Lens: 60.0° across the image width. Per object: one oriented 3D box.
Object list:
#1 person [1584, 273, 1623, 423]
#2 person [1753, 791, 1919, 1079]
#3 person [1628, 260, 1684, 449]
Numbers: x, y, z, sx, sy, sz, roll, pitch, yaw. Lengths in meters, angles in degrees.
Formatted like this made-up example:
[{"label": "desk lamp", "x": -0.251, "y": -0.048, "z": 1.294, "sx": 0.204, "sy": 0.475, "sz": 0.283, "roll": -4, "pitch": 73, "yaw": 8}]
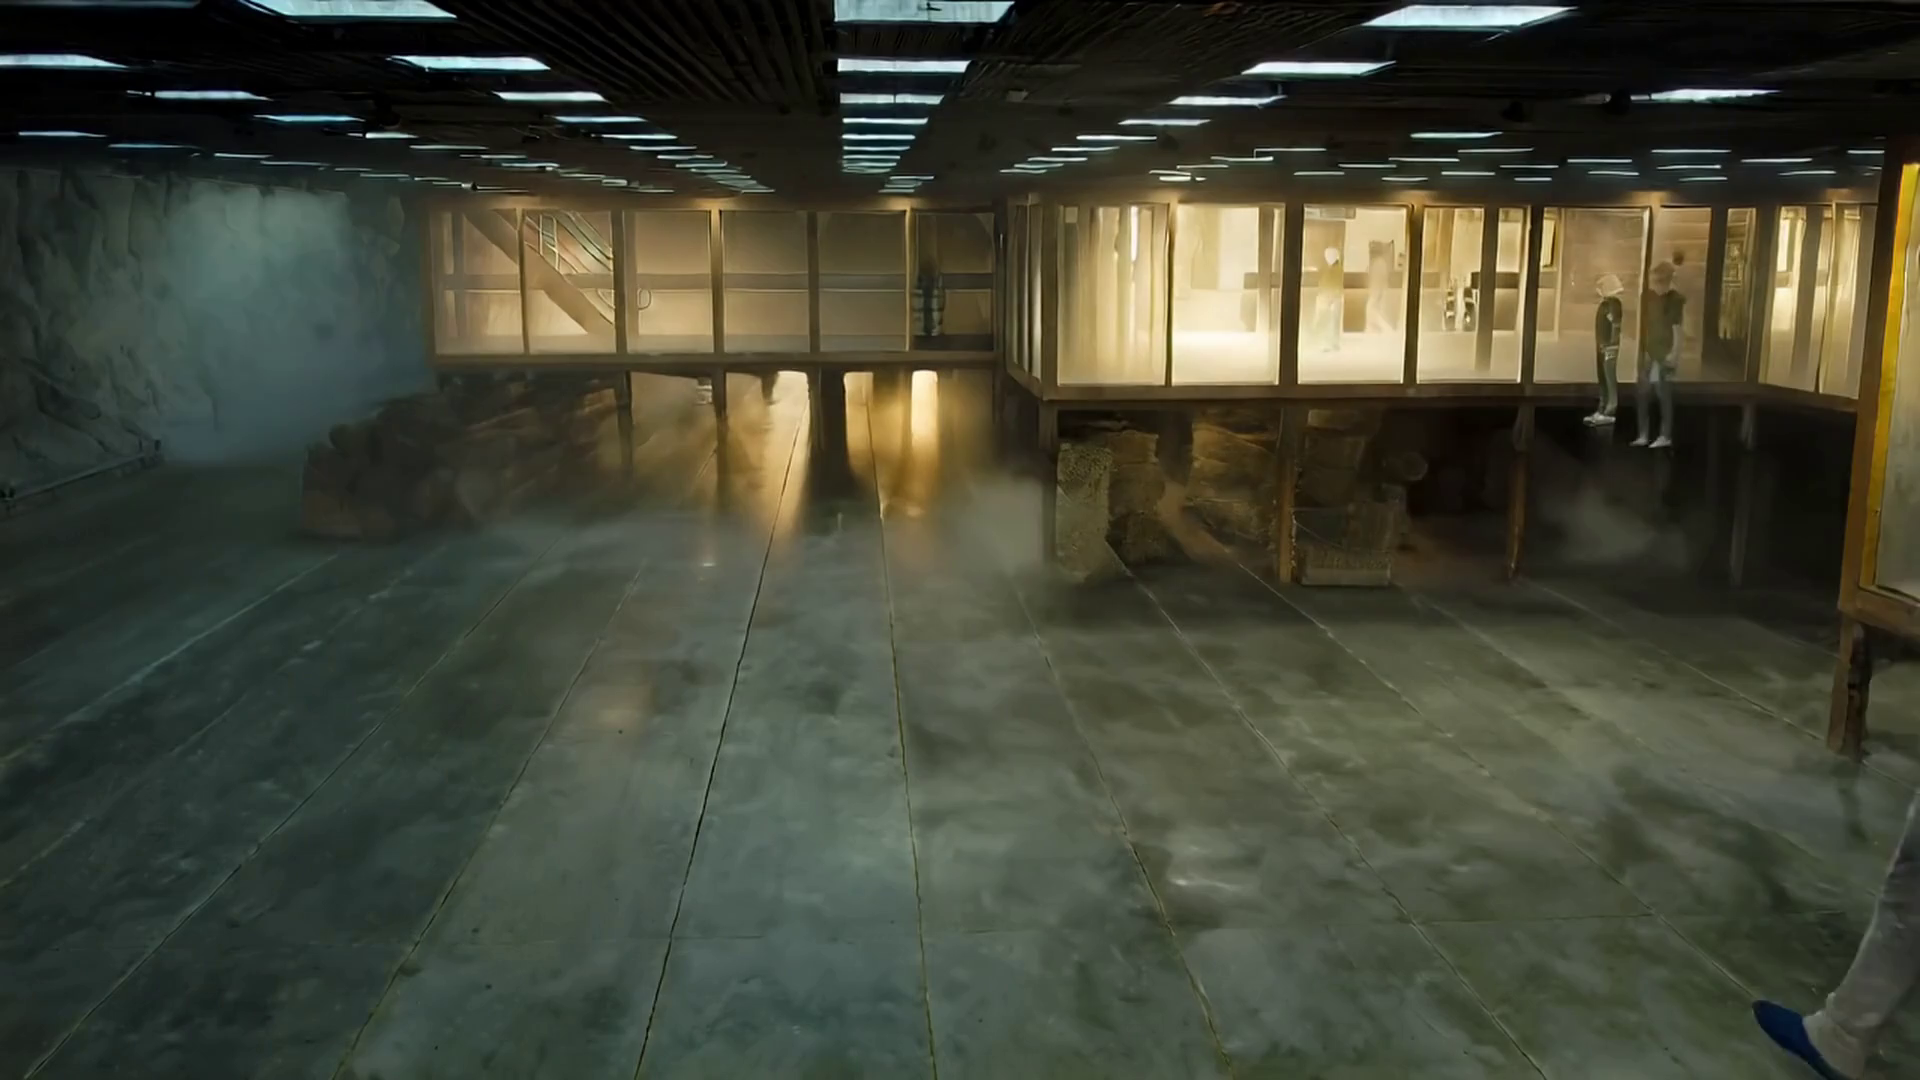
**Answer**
[{"label": "person", "x": 7.072, "y": -2.091, "z": 18.201, "sx": 0.279, "sy": 1.632, "sz": 0.502, "roll": 1, "pitch": 11, "yaw": 5}, {"label": "person", "x": 2.385, "y": 0.485, "z": 3.727, "sx": 0.639, "sy": 1.856, "sz": 1.015, "roll": -5, "pitch": 12, "yaw": -25}, {"label": "person", "x": 6.706, "y": -1.761, "z": 15.918, "sx": 0.633, "sy": 1.817, "sz": 0.543, "roll": -6, "pitch": 12, "yaw": -29}]
